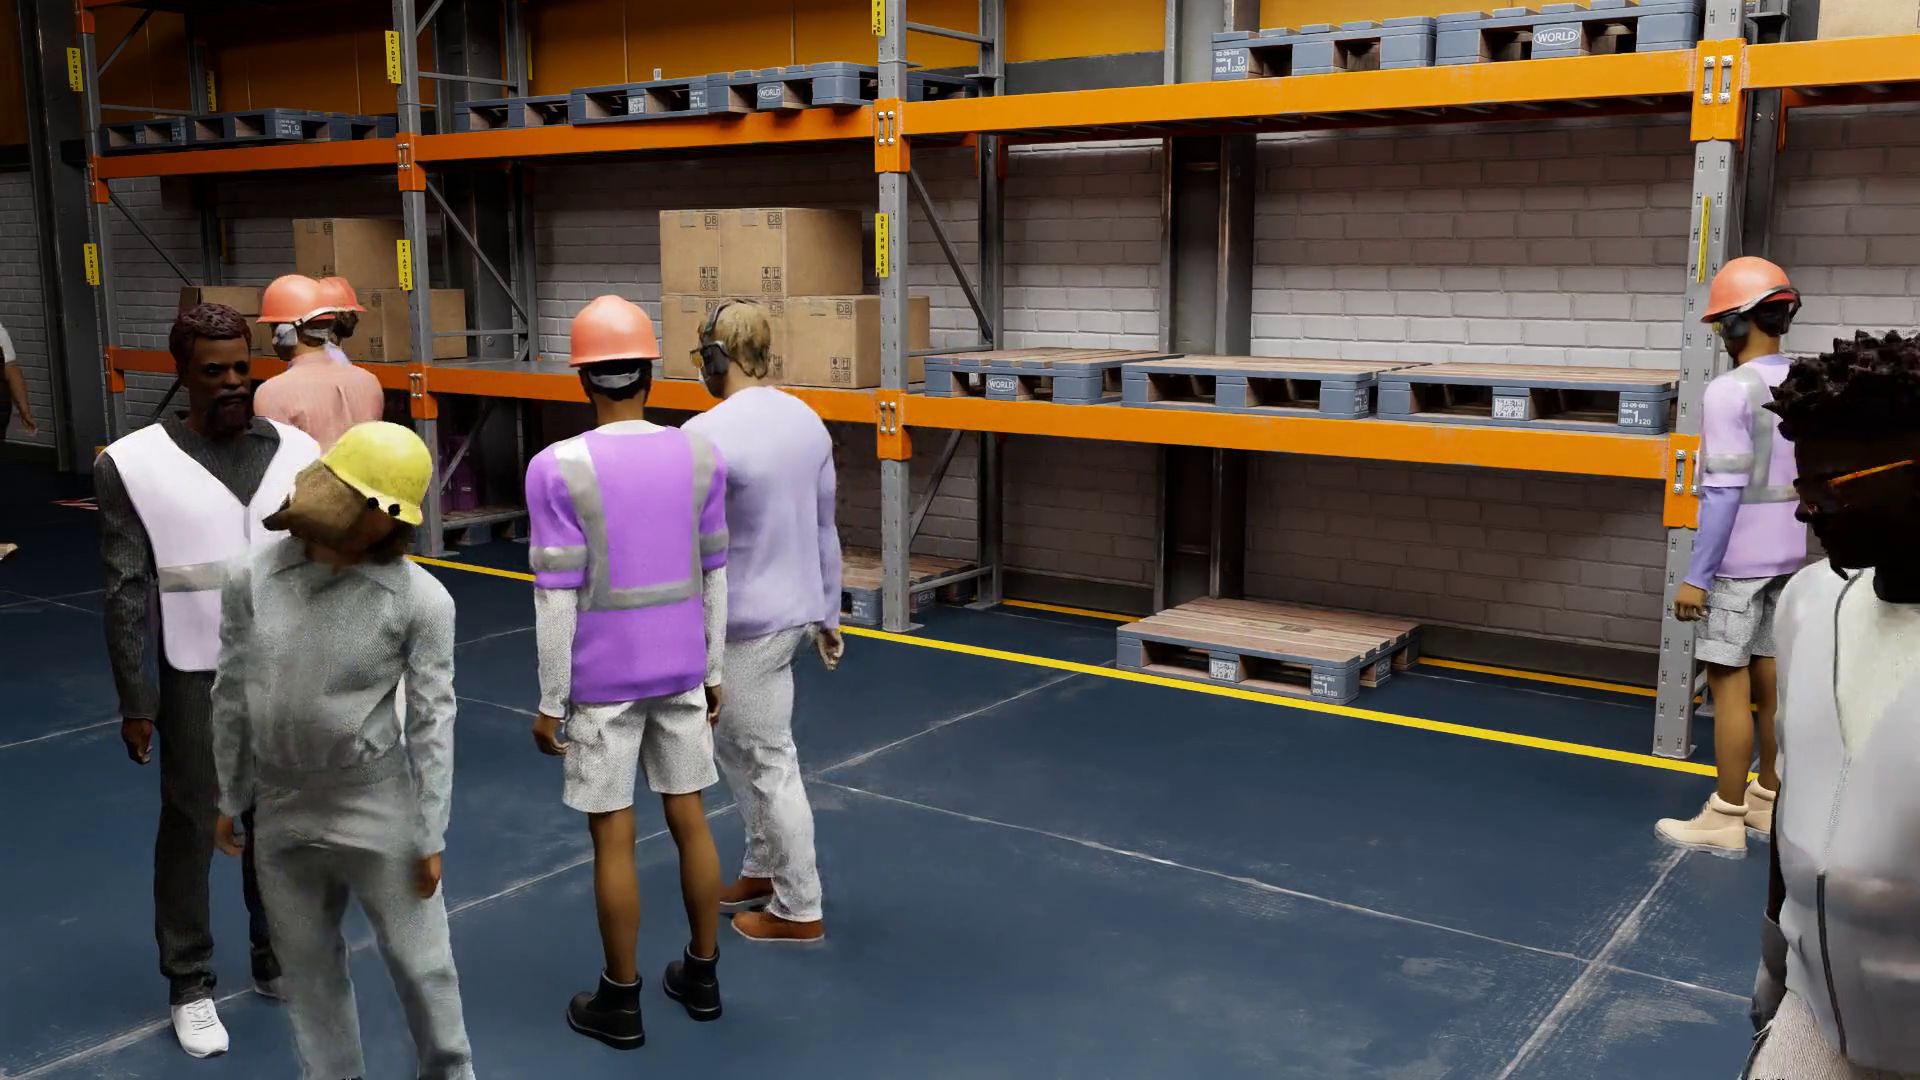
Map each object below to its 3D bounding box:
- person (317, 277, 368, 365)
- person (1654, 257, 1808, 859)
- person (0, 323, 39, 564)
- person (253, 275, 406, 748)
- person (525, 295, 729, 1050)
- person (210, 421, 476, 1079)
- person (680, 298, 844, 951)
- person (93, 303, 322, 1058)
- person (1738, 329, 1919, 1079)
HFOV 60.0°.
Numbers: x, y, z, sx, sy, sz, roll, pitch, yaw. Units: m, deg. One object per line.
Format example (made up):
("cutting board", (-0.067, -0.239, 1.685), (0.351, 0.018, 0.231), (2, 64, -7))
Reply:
("person", (-3.298, -0.422, 8.855), (0.357, 1.936, 0.551), (-7, 12, -37))
("person", (2.655, 0.065, 5.674), (0.605, 2.034, 0.392), (-6, 11, -34))
("person", (-6.599, -0.855, 11.133), (1.005, 2.000, 0.695), (5, 11, 28))
("person", (-2.480, -0.015, 6.354), (0.882, 1.957, 0.632), (5, 11, 29))
("person", (-0.860, 0.343, 4.313), (0.548, 1.934, 0.376), (-7, 12, -37))
("person", (-1.292, 0.590, 3.571), (0.603, 1.700, 0.359), (1, 10, 6))
("person", (-0.646, 0.260, 4.885), (0.614, 1.913, 0.622), (4, 10, 22))
("person", (-1.916, 0.346, 4.343), (0.370, 1.916, 0.597), (7, 12, 36))
("person", (1.348, 0.674, 2.350), (0.447, 1.939, 0.651), (-3, 10, -17))
